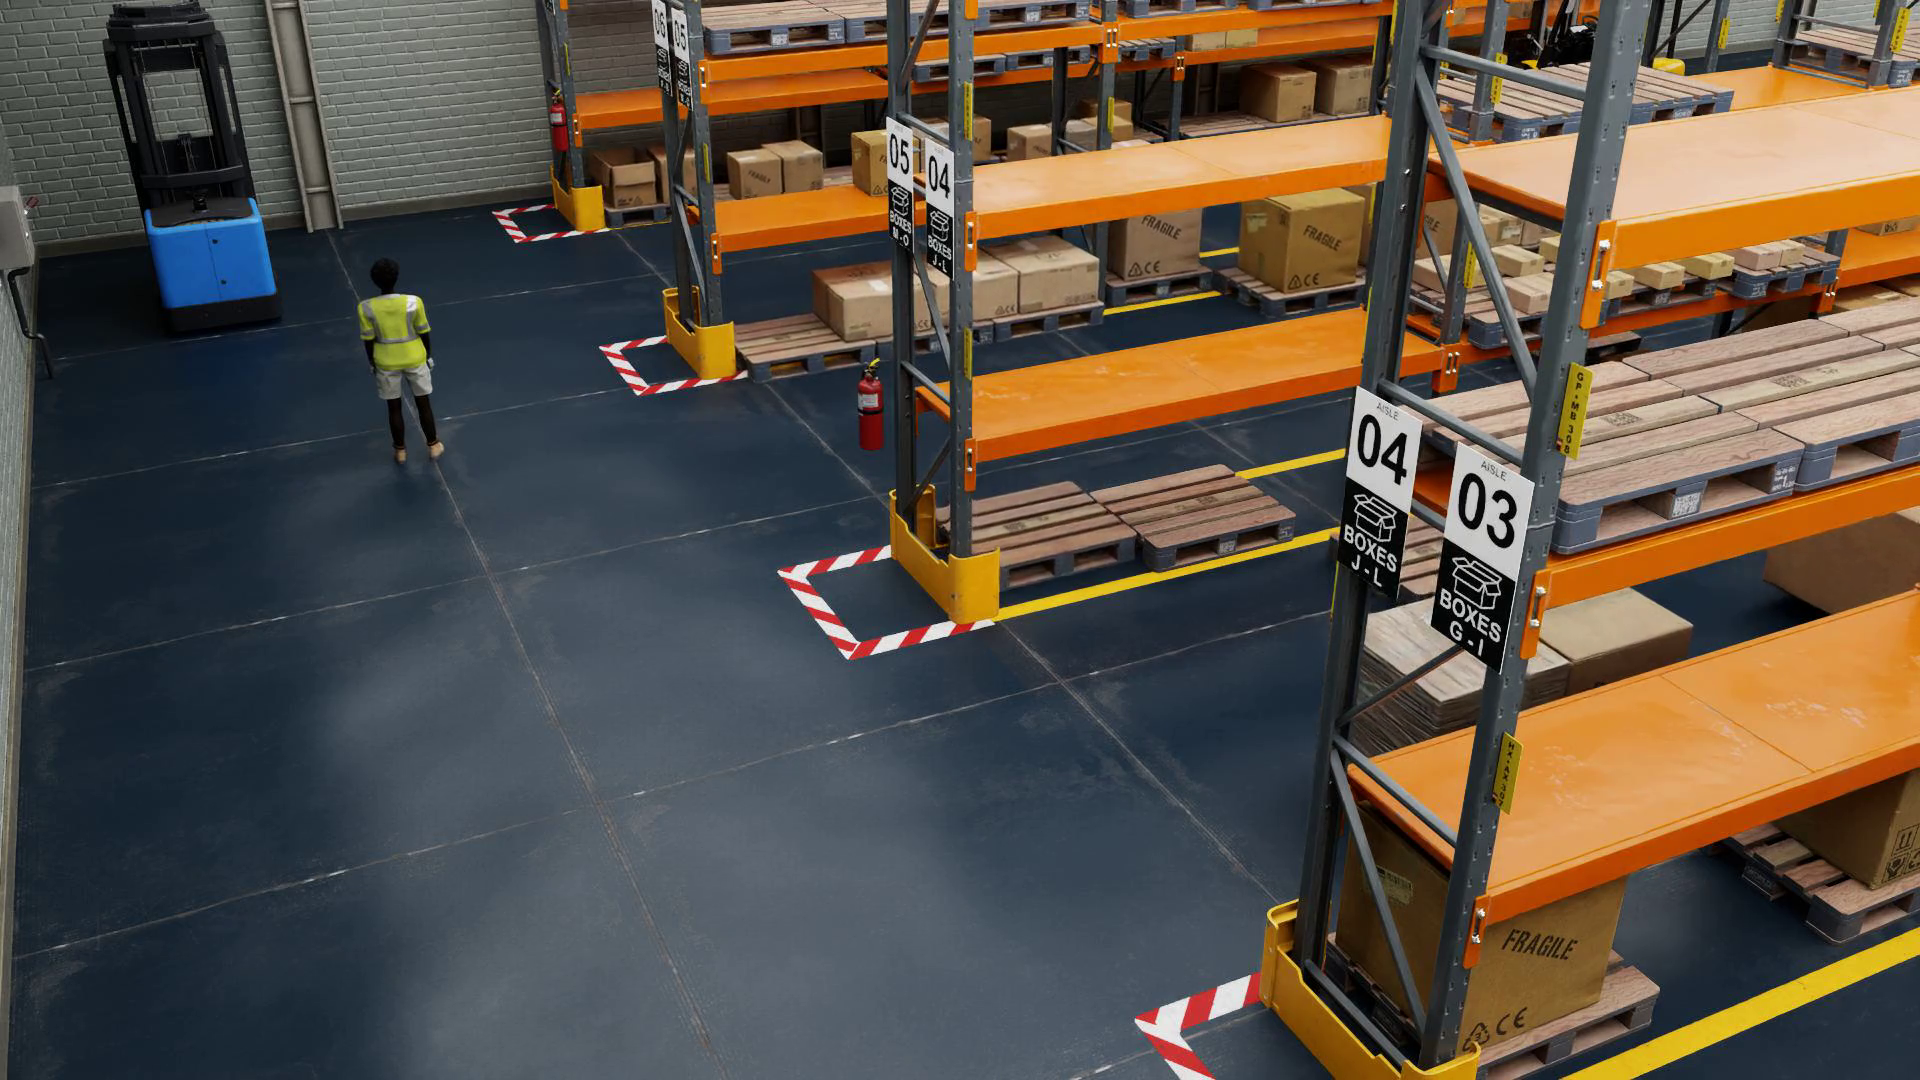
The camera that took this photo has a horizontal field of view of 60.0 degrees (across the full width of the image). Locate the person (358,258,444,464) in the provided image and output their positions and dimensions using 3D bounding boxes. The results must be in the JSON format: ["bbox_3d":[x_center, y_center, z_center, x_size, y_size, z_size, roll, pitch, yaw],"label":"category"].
[{"bbox_3d":[-4.462,-1.420,13.268,0.532,1.697,0.320,-7,28,-14],"label":"person"}]

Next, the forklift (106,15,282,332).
[{"bbox_3d":[-7.548,-3.672,16.323,1.129,2.768,1.873,-12,30,-22],"label":"forklift"}]

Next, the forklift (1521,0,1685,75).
[{"bbox_3d":[8.950,-6.807,23.056,1.214,2.155,2.313,-12,30,-22],"label":"forklift"}]
